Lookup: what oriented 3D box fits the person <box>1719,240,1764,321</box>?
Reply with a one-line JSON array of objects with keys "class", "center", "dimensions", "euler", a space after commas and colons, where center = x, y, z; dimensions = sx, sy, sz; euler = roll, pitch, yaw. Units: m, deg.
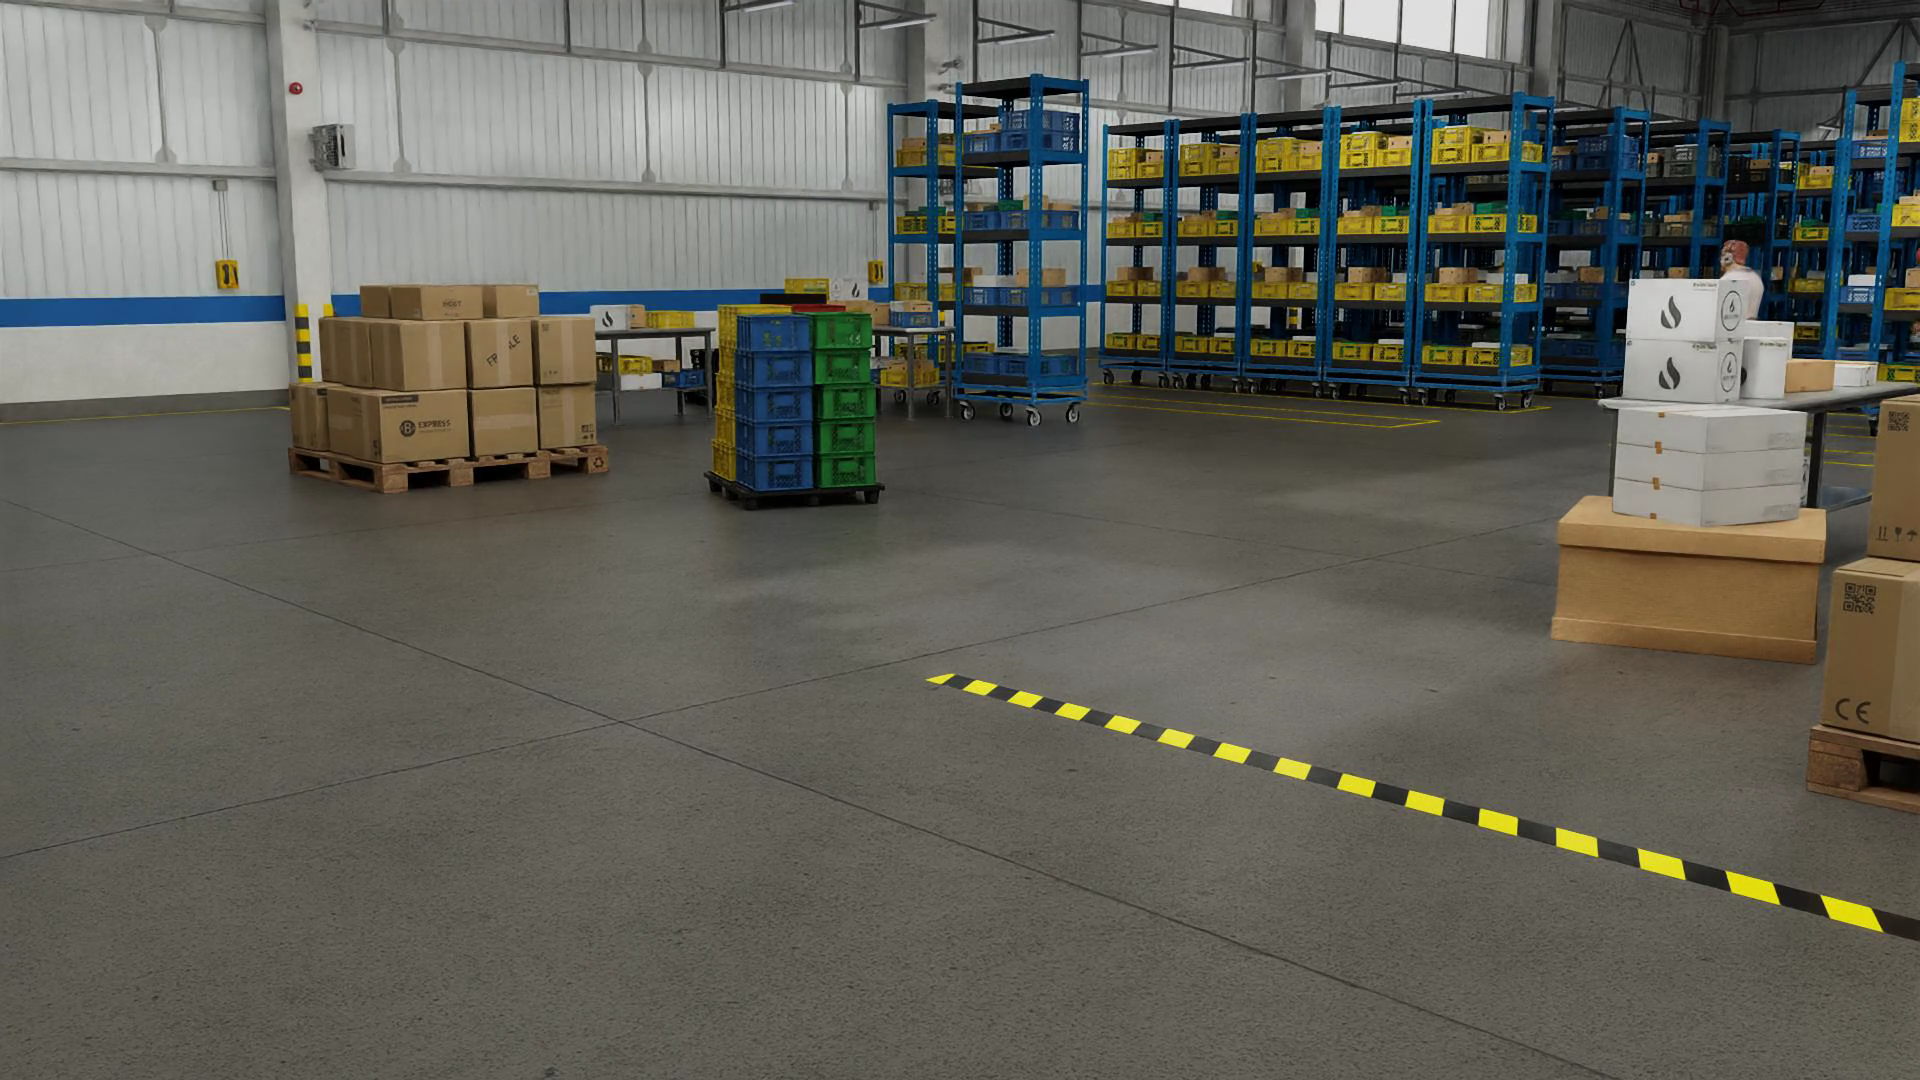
[{"class": "person", "center": [6.887, -1.726, 14.917], "dimensions": [0.649, 1.906, 0.401], "euler": [-8, 12, -39]}]

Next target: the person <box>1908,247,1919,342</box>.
[{"class": "person", "center": [12.524, -2.822, 21.399], "dimensions": [0.889, 1.957, 0.615], "euler": [5, 11, 30]}]
